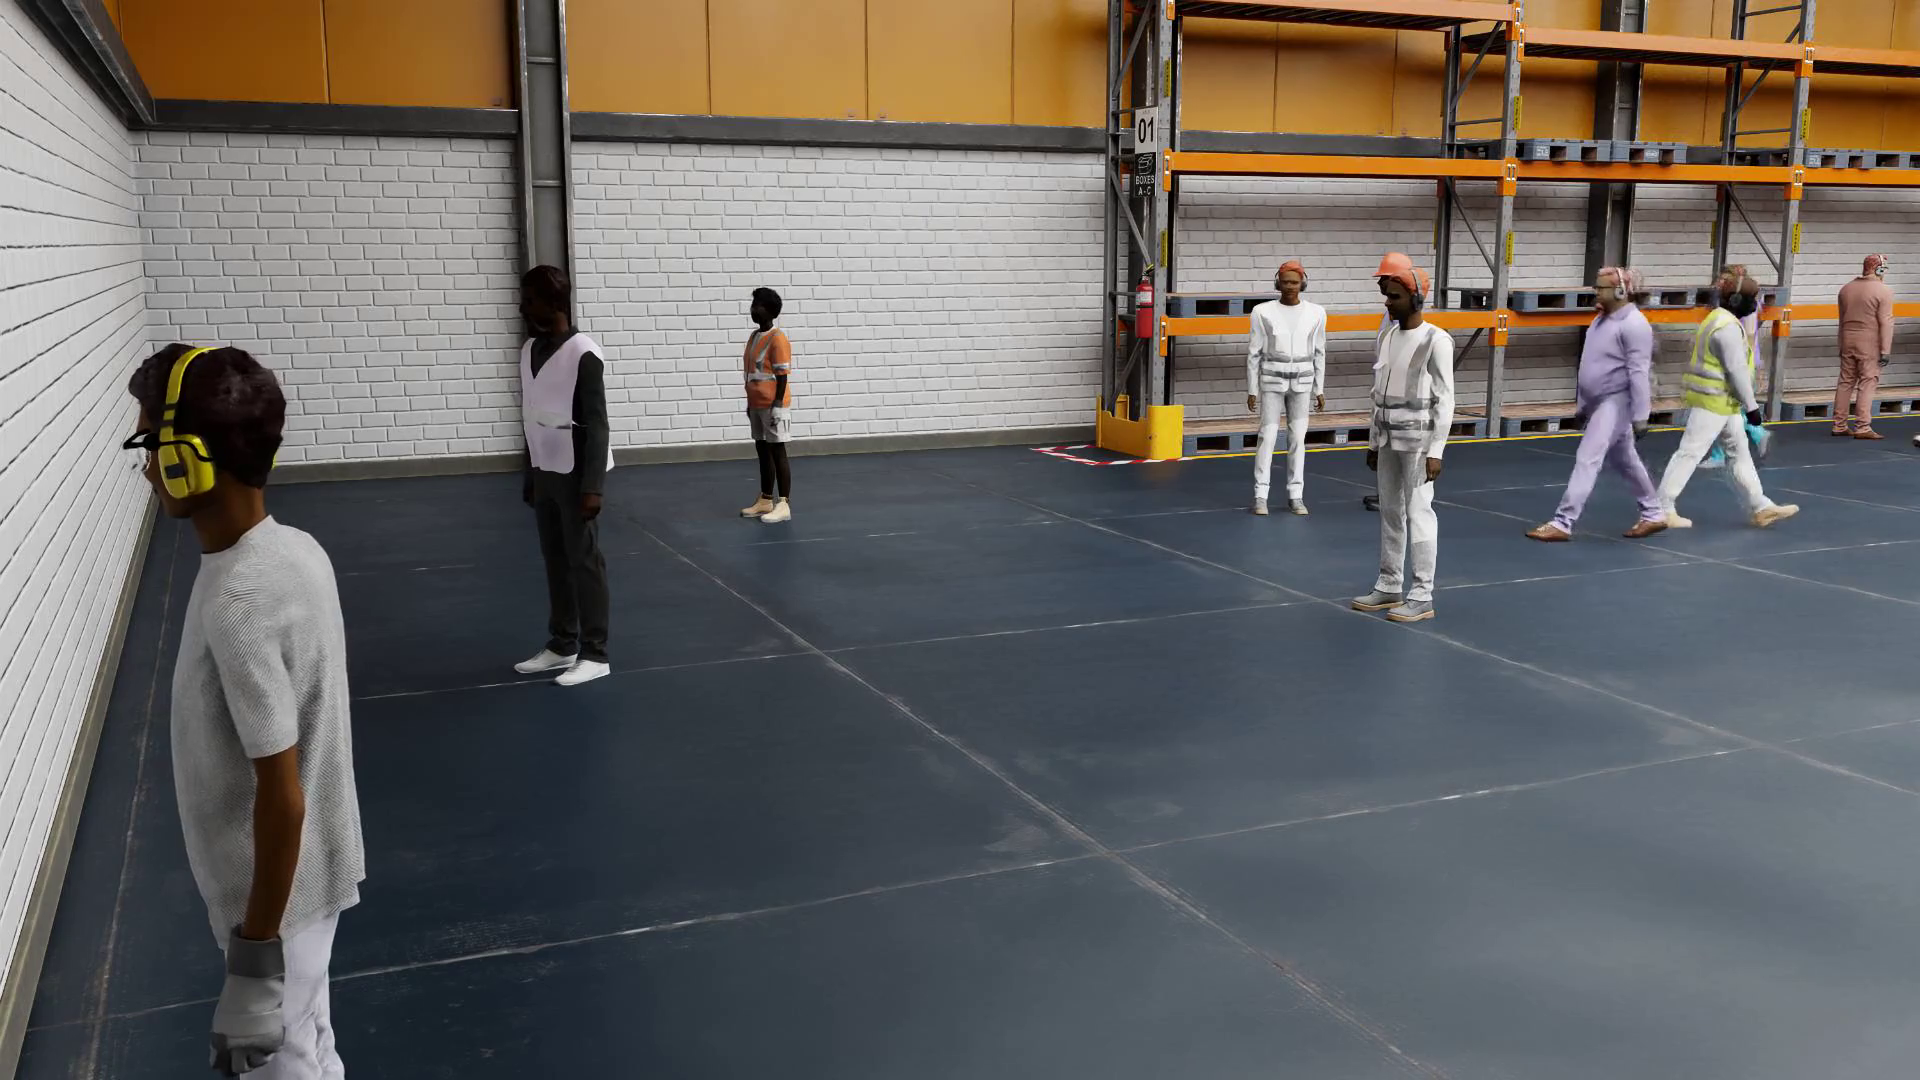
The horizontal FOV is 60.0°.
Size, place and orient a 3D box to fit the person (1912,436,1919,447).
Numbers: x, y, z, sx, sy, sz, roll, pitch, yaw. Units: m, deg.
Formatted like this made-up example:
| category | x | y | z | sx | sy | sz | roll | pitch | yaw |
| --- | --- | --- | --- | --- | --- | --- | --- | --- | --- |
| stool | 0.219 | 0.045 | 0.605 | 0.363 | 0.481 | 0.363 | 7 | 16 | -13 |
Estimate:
| category | x | y | z | sx | sy | sz | roll | pitch | yaw |
| --- | --- | --- | --- | --- | --- | --- | --- | --- | --- |
| person | 9.668 | -1.744 | 16.047 | 0.930 | 1.796 | 0.635 | -6 | 12 | -30 |

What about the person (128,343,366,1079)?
| category | x | y | z | sx | sy | sz | roll | pitch | yaw |
| --- | --- | --- | --- | --- | --- | --- | --- | --- | --- |
| person | -1.141 | 0.615 | 2.726 | 0.311 | 1.865 | 0.532 | -3 | 11 | -15 |

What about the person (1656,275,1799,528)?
| category | x | y | z | sx | sy | sz | roll | pitch | yaw |
| --- | --- | --- | --- | --- | --- | --- | --- | --- | --- |
| person | 5.365 | -0.945 | 11.635 | 0.998 | 1.780 | 0.630 | 4 | 11 | 23 |

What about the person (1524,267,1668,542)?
| category | x | y | z | sx | sy | sz | roll | pitch | yaw |
| --- | --- | --- | --- | --- | --- | --- | --- | --- | --- |
| person | 4.384 | -0.903 | 11.229 | 1.020 | 1.858 | 0.660 | 0 | 10 | -1 |

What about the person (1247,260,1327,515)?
| category | x | y | z | sx | sy | sz | roll | pitch | yaw |
| --- | --- | --- | --- | --- | --- | --- | --- | --- | --- |
| person | 2.416 | -1.119 | 12.329 | 0.583 | 1.882 | 0.337 | 0 | 10 | -1 |

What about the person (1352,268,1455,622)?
| category | x | y | z | sx | sy | sz | roll | pitch | yaw |
| --- | --- | --- | --- | --- | --- | --- | --- | --- | --- |
| person | 2.390 | -0.507 | 8.921 | 0.337 | 1.882 | 0.585 | -4 | 11 | -23 |

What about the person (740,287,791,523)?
| category | x | y | z | sx | sy | sz | roll | pitch | yaw |
| --- | --- | --- | --- | --- | --- | --- | --- | --- | --- |
| person | -1.403 | -0.981 | 12.076 | 0.318 | 1.700 | 0.534 | -7 | 12 | -32 |

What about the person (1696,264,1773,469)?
| category | x | y | z | sx | sy | sz | roll | pitch | yaw |
| --- | --- | --- | --- | --- | --- | --- | --- | --- | --- |
| person | 6.950 | -1.535 | 14.800 | 0.695 | 1.830 | 0.571 | 0 | 10 | 0 |

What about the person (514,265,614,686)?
| category | x | y | z | sx | sy | sz | roll | pitch | yaw |
| --- | --- | --- | --- | --- | --- | --- | --- | --- | --- |
| person | -1.817 | -0.296 | 7.663 | 0.399 | 1.916 | 0.590 | -9 | 14 | -42 |

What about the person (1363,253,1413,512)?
| category | x | y | z | sx | sy | sz | roll | pitch | yaw |
| --- | --- | --- | --- | --- | --- | --- | --- | --- | --- |
| person | 3.249 | -1.178 | 12.513 | 0.357 | 1.938 | 0.542 | 2 | 10 | 12 |

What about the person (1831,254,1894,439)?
| category | x | y | z | sx | sy | sz | roll | pitch | yaw |
| --- | --- | --- | --- | --- | --- | --- | --- | --- | --- |
| person | 9.325 | -1.983 | 17.111 | 0.403 | 1.902 | 0.639 | -3 | 11 | -19 |
